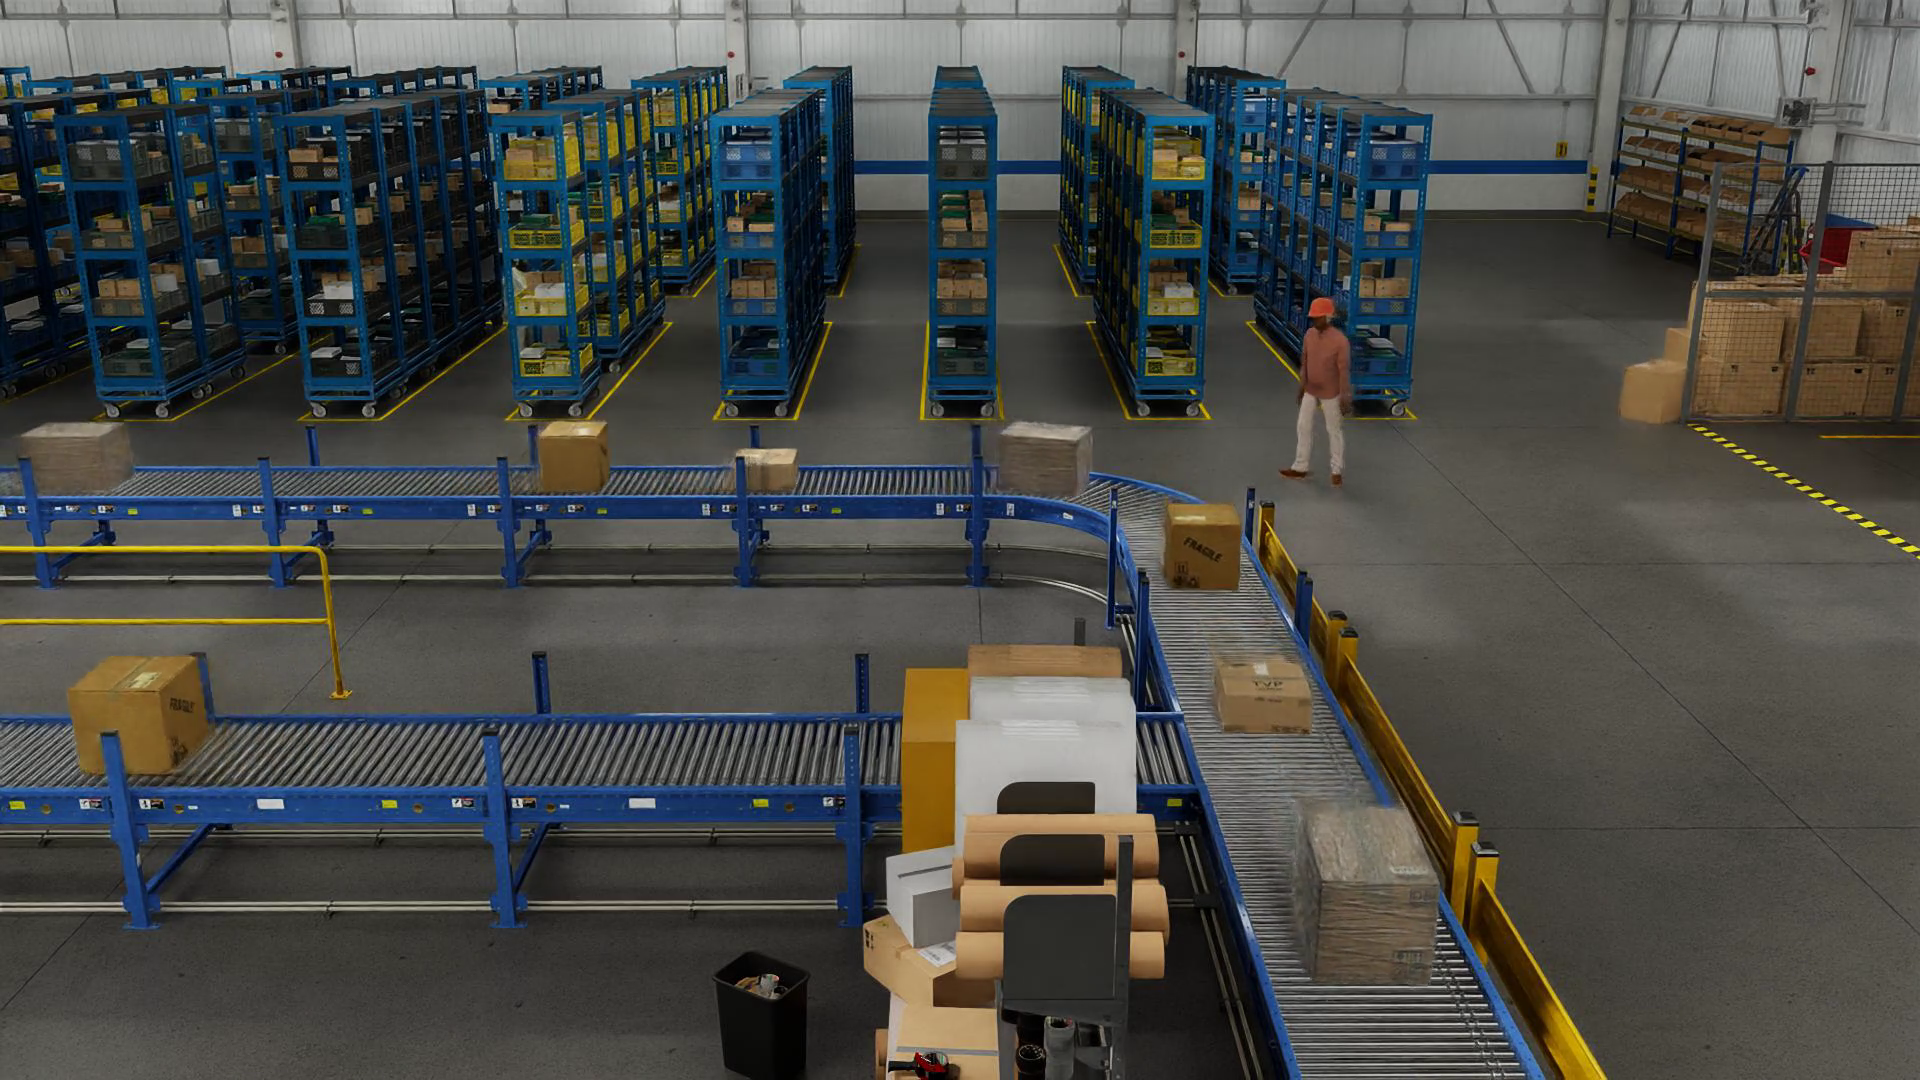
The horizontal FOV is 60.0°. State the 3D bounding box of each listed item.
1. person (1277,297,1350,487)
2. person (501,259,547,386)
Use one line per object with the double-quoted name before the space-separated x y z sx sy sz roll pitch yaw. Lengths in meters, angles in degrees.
"person" 3.741 -1.524 17.170 0.524 1.971 0.673 -13 22 -34
"person" -5.676 -2.936 21.752 0.417 1.823 0.621 11 21 30
